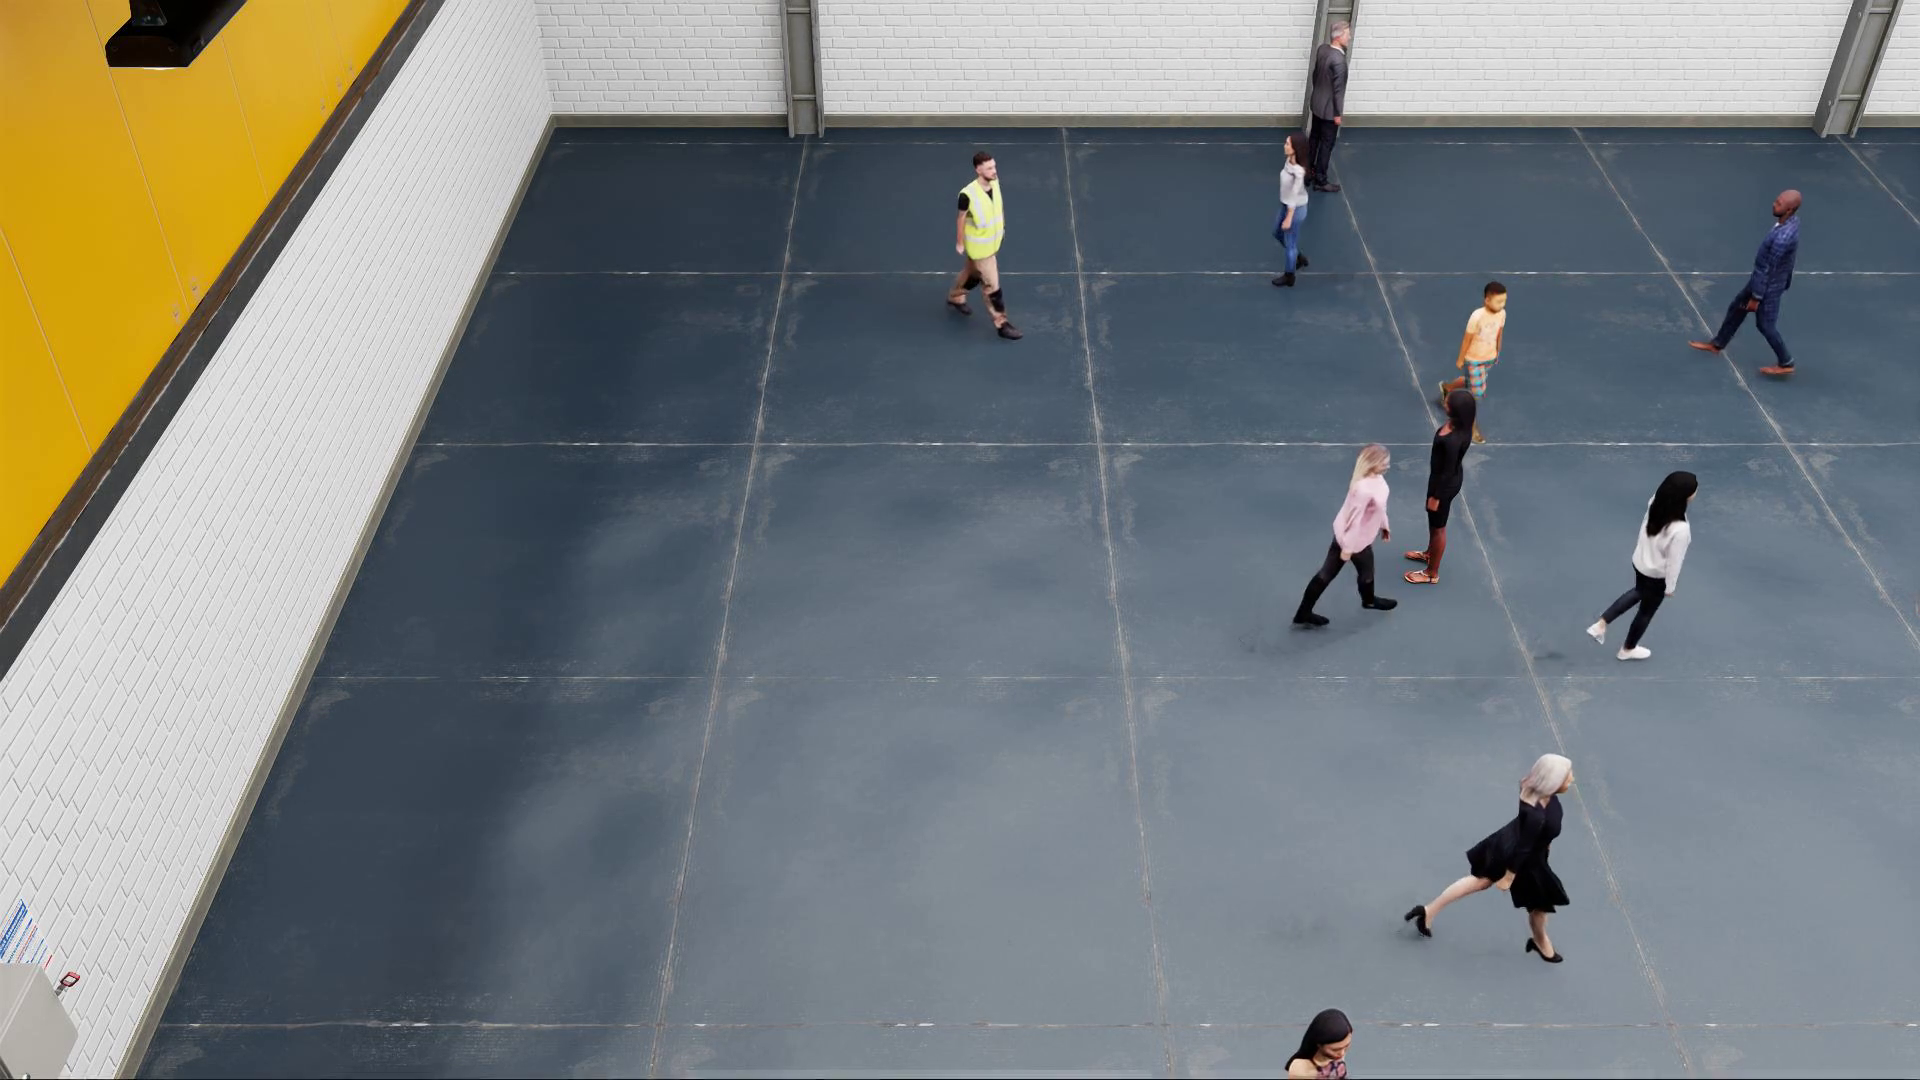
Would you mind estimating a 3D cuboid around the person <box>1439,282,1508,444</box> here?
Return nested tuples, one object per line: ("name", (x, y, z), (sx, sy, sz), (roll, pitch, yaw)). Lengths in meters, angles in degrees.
("person", (4.412, -1.597, 14.316), (0.962, 1.435, 0.882), (-19, 43, -23))

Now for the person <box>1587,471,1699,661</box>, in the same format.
("person", (4.861, 0.201, 11.859), (0.783, 1.691, 0.696), (-7, 39, -8))

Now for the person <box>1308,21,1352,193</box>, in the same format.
("person", (3.945, -4.670, 17.841), (0.706, 1.837, 0.775), (-10, 40, -12))

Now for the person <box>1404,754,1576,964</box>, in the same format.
("person", (3.190, 1.870, 9.766), (1.243, 1.697, 0.762), (8, 39, 10))

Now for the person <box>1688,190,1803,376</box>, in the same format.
("person", (7.328, -2.267, 14.886), (1.276, 1.771, 1.022), (17, 42, 20))

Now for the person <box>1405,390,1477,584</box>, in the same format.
("person", (3.660, -0.418, 12.610), (0.609, 1.721, 0.668), (11, 40, 13))

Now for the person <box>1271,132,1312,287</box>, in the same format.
("person", (3.321, -3.205, 16.179), (0.635, 1.623, 0.614), (-1, 39, -2))

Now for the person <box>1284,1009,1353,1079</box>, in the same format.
("person", (1.729, 2.935, 8.368), (0.859, 1.775, 0.805), (28, 47, 31))

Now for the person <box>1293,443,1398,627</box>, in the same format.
("person", (2.797, -0.002, 12.160), (1.021, 1.632, 0.608), (4, 39, 5))

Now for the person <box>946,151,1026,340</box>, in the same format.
("person", (0.153, -2.791, 15.515), (1.305, 1.804, 1.144), (24, 45, 27))
